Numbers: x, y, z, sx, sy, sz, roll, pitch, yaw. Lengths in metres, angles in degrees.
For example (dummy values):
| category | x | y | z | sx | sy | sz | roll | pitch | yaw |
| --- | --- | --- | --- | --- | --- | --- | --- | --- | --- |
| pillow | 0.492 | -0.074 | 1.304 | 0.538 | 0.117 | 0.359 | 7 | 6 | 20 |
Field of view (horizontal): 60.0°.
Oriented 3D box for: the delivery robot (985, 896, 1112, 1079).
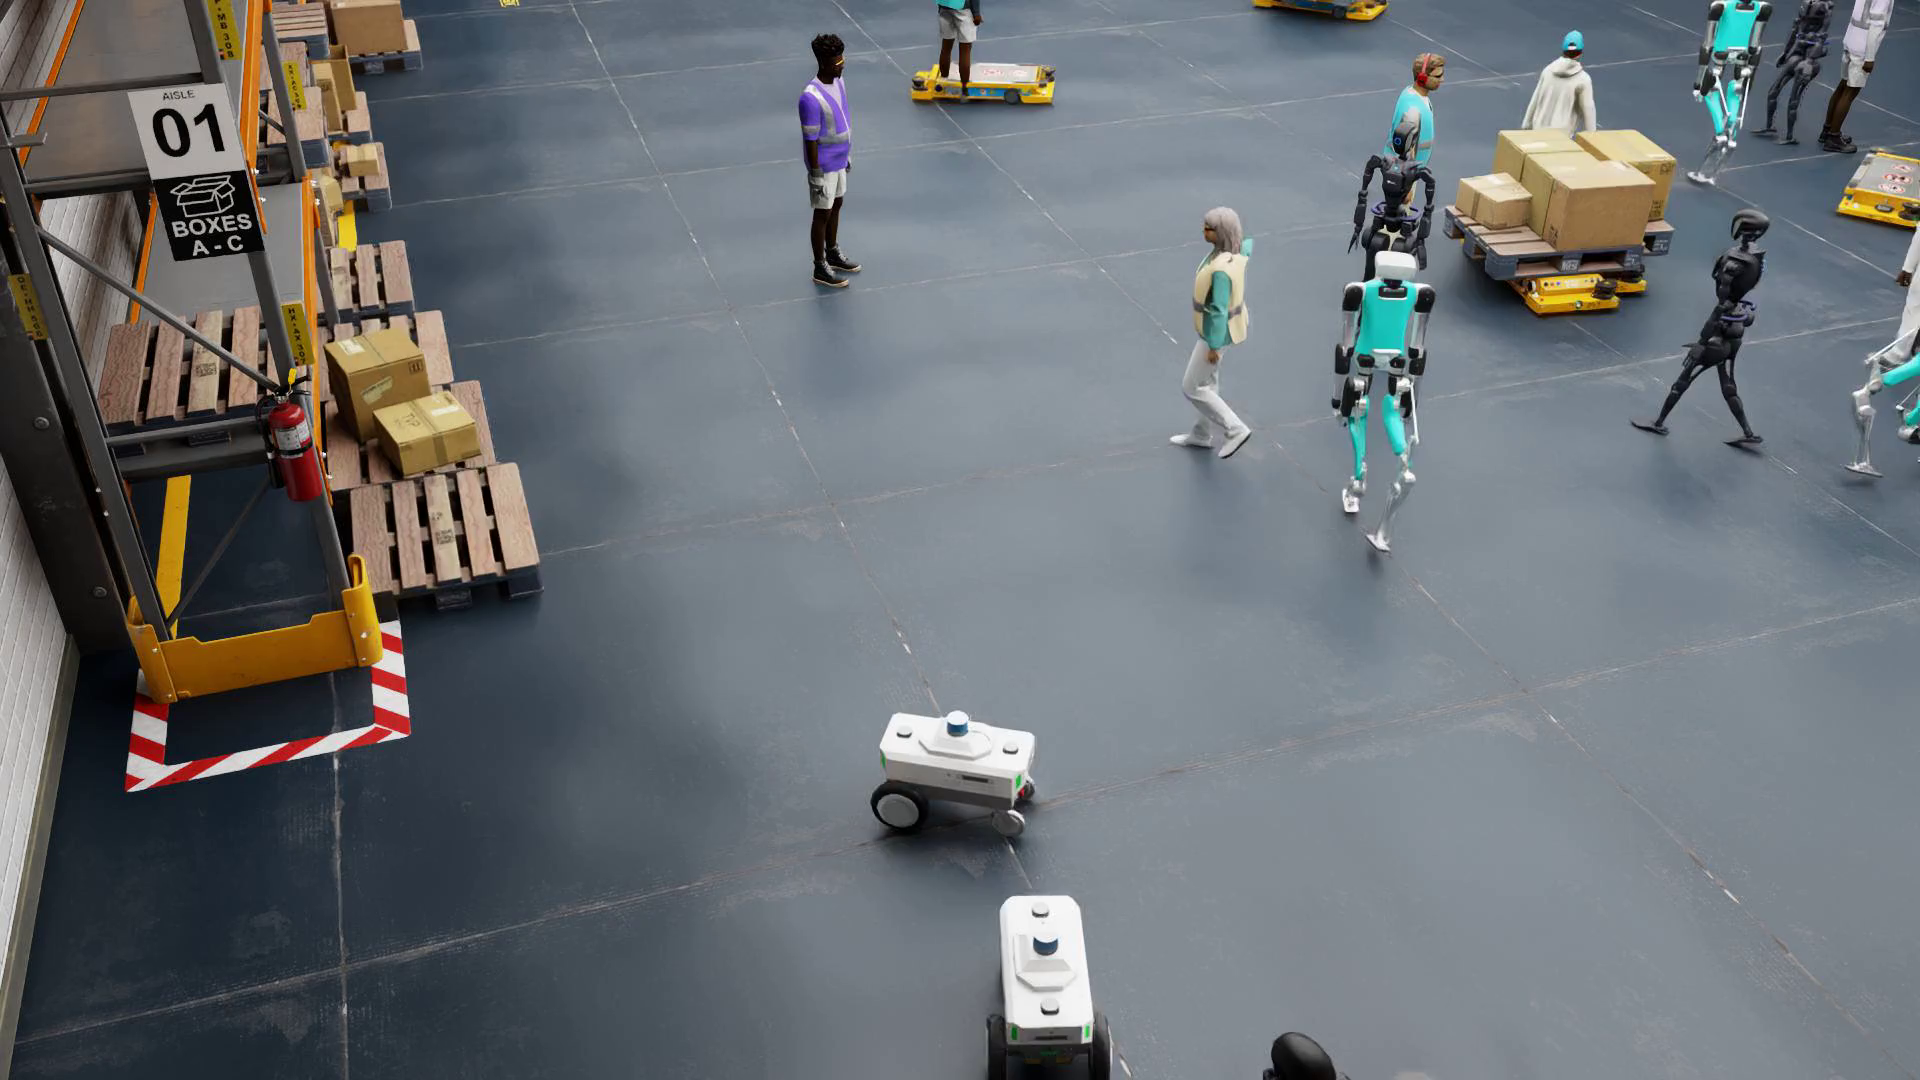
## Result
| category | x | y | z | sx | sy | sz | roll | pitch | yaw |
| --- | --- | --- | --- | --- | --- | --- | --- | --- | --- |
| delivery robot | 0.345 | 1.836 | 6.795 | 0.499 | 0.611 | 0.814 | -1 | 33 | -1 |

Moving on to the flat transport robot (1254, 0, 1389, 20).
| category | x | y | z | sx | sy | sz | roll | pitch | yaw |
| --- | --- | --- | --- | --- | --- | --- | --- | --- | --- |
| flat transport robot | 4.278 | -6.394 | 19.665 | 1.431 | 0.231 | 0.659 | 17 | 37 | 24 |

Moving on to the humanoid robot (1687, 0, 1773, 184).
| category | x | y | z | sx | sy | sz | roll | pitch | yaw |
| --- | --- | --- | --- | --- | --- | --- | --- | --- | --- |
| humanoid robot | 6.731 | -3.915 | 14.515 | 0.537 | 1.796 | 0.703 | -1 | 33 | -1 |

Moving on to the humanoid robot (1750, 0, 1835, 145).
| category | x | y | z | sx | sy | sz | roll | pitch | yaw |
| --- | --- | --- | --- | --- | --- | --- | --- | --- | --- |
| humanoid robot | 7.789 | -4.494 | 15.460 | 0.440 | 1.655 | 0.601 | 0 | 33 | -1 |

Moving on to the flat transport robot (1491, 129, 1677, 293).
| category | x | y | z | sx | sy | sz | roll | pitch | yaw |
| --- | --- | --- | --- | --- | --- | --- | --- | --- | --- |
| flat transport robot | 4.927 | -2.365 | 13.486 | 0.659 | 0.231 | 1.431 | -4 | 33 | -6 |

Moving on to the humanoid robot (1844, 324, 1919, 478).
| category | x | y | z | sx | sy | sz | roll | pitch | yaw |
| --- | --- | --- | --- | --- | --- | --- | --- | --- | --- |
| humanoid robot | 5.931 | -1.116 | 10.261 | 1.007 | 1.741 | 0.538 | -10 | 34 | -14 |

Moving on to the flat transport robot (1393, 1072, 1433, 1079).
| category | x | y | z | sx | sy | sz | roll | pitch | yaw |
| --- | --- | --- | --- | --- | --- | --- | --- | --- | --- |
| flat transport robot | 1.754 | 2.573 | 5.912 | 0.659 | 0.231 | 1.431 | 12 | 35 | 17 |

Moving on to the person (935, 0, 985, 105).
| category | x | y | z | sx | sy | sz | roll | pitch | yaw |
| --- | --- | --- | --- | --- | --- | --- | --- | --- | --- |
| person | -0.037 | -5.293 | 16.448 | 0.553 | 1.941 | 0.417 | 25 | 41 | 33 |

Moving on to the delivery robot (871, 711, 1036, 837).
| category | x | y | z | sx | sy | sz | roll | pitch | yaw |
| --- | --- | --- | --- | --- | --- | --- | --- | --- | --- |
| delivery robot | -0.026 | 1.070 | 7.936 | 0.747 | 0.572 | 0.499 | 7 | 34 | 11 |

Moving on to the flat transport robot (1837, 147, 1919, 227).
| category | x | y | z | sx | sy | sz | roll | pitch | yaw |
| --- | --- | --- | --- | --- | --- | --- | --- | --- | --- |
| flat transport robot | 8.212 | -3.101 | 14.615 | 0.659 | 0.231 | 1.431 | 20 | 38 | 28 |

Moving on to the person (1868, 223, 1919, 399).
| category | x | y | z | sx | sy | sz | roll | pitch | yaw |
| --- | --- | --- | --- | --- | --- | --- | --- | --- | --- |
| person | 6.736 | -1.863 | 11.272 | 0.596 | 1.860 | 0.798 | -11 | 35 | -17 |

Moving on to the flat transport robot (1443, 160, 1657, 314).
| category | x | y | z | sx | sy | sz | roll | pitch | yaw |
| --- | --- | --- | --- | --- | --- | --- | --- | --- | --- |
| flat transport robot | 4.588 | -2.194 | 13.223 | 0.659 | 0.231 | 1.431 | -5 | 33 | -8 |

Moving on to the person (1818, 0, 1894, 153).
| category | x | y | z | sx | sy | sz | roll | pitch | yaw |
| --- | --- | --- | --- | --- | --- | --- | --- | --- | --- |
| person | 8.339 | -4.541 | 15.308 | 0.383 | 1.929 | 0.541 | 5 | 34 | 8 |

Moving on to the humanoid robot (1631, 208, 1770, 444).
| category | x | y | z | sx | sy | sz | roll | pitch | yaw |
| --- | --- | --- | --- | --- | --- | --- | --- | --- | --- |
| humanoid robot | 4.915 | -1.355 | 10.699 | 0.805 | 1.628 | 0.599 | 23 | 40 | 31 |

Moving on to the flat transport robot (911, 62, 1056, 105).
| category | x | y | z | sx | sy | sz | roll | pitch | yaw |
| --- | --- | --- | --- | --- | --- | --- | --- | --- | --- |
| flat transport robot | 0.247 | -4.682 | 17.040 | 1.431 | 0.231 | 0.659 | 3 | 33 | 5 |

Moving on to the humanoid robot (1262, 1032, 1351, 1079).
| category | x | y | z | sx | sy | sz | roll | pitch | yaw |
| --- | --- | --- | --- | --- | --- | --- | --- | --- | --- |
| humanoid robot | 1.003 | 2.141 | 5.288 | 0.593 | 1.652 | 0.345 | -23 | 40 | -31 |

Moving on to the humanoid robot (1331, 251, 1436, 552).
| category | x | y | z | sx | sy | sz | roll | pitch | yaw |
| --- | --- | --- | --- | --- | --- | --- | --- | --- | --- |
| humanoid robot | 2.467 | -0.701 | 9.639 | 0.550 | 1.752 | 0.990 | -1 | 33 | -1 |

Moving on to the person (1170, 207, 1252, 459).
| category | x | y | z | sx | sy | sz | roll | pitch | yaw |
| --- | --- | --- | --- | --- | --- | --- | --- | --- | --- |
| person | 1.626 | -1.295 | 10.534 | 0.427 | 1.698 | 0.483 | 7 | 34 | 10 |

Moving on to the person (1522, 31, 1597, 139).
| category | x | y | z | sx | sy | sz | roll | pitch | yaw |
| --- | --- | --- | --- | --- | --- | --- | --- | --- | --- |
| person | 4.999 | -3.371 | 13.766 | 0.809 | 1.634 | 0.541 | -22 | 39 | -29 |

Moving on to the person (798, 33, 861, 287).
| category | x | y | z | sx | sy | sz | roll | pitch | yaw |
| --- | --- | --- | --- | --- | --- | --- | --- | --- | --- |
| person | -1.010 | -2.924 | 12.799 | 0.369 | 1.960 | 0.602 | 10 | 34 | 15 |

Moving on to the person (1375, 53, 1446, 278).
| category | x | y | z | sx | sy | sz | roll | pitch | yaw |
| --- | --- | --- | --- | --- | --- | --- | --- | --- | --- |
| person | 3.398 | -2.807 | 12.721 | 0.373 | 1.843 | 0.568 | 8 | 34 | 12 |

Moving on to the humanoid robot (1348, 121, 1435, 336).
| category | x | y | z | sx | sy | sz | roll | pitch | yaw |
| --- | --- | --- | --- | --- | --- | --- | --- | --- | --- |
| humanoid robot | 3.098 | -2.192 | 11.918 | 0.599 | 1.657 | 0.315 | 21 | 39 | 29 |
